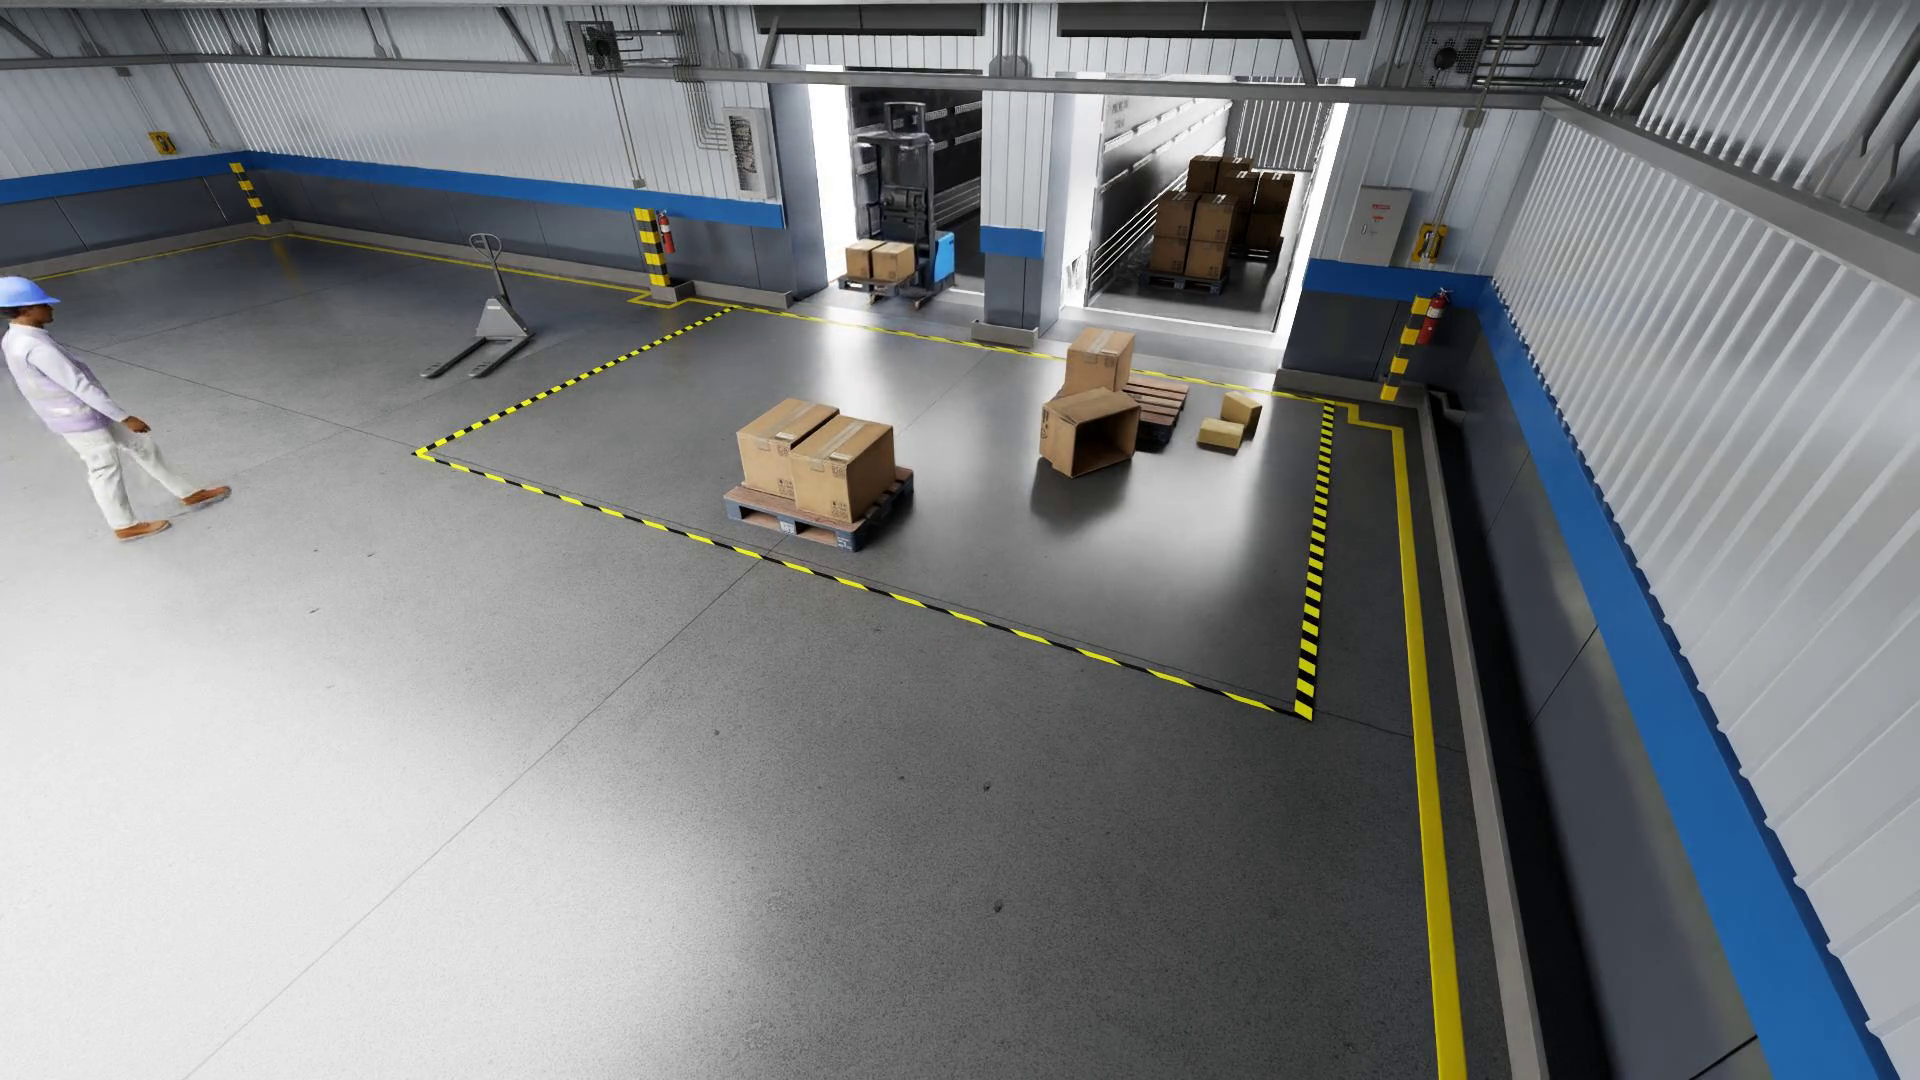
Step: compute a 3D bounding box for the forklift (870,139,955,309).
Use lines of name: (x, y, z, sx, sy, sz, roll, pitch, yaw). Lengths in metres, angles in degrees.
forklift: (-0.569, -4.518, 10.272, 0.716, 2.013, 0.776, 14, 38, 19)

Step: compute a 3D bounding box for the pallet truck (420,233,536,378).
pallet truck: (-5.664, -2.712, 8.427, 0.680, 1.201, 1.601, 0, 35, -1)

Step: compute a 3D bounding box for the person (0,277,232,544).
person: (-6.251, -0.927, 5.344, 0.609, 1.914, 0.743, 26, 43, 31)
